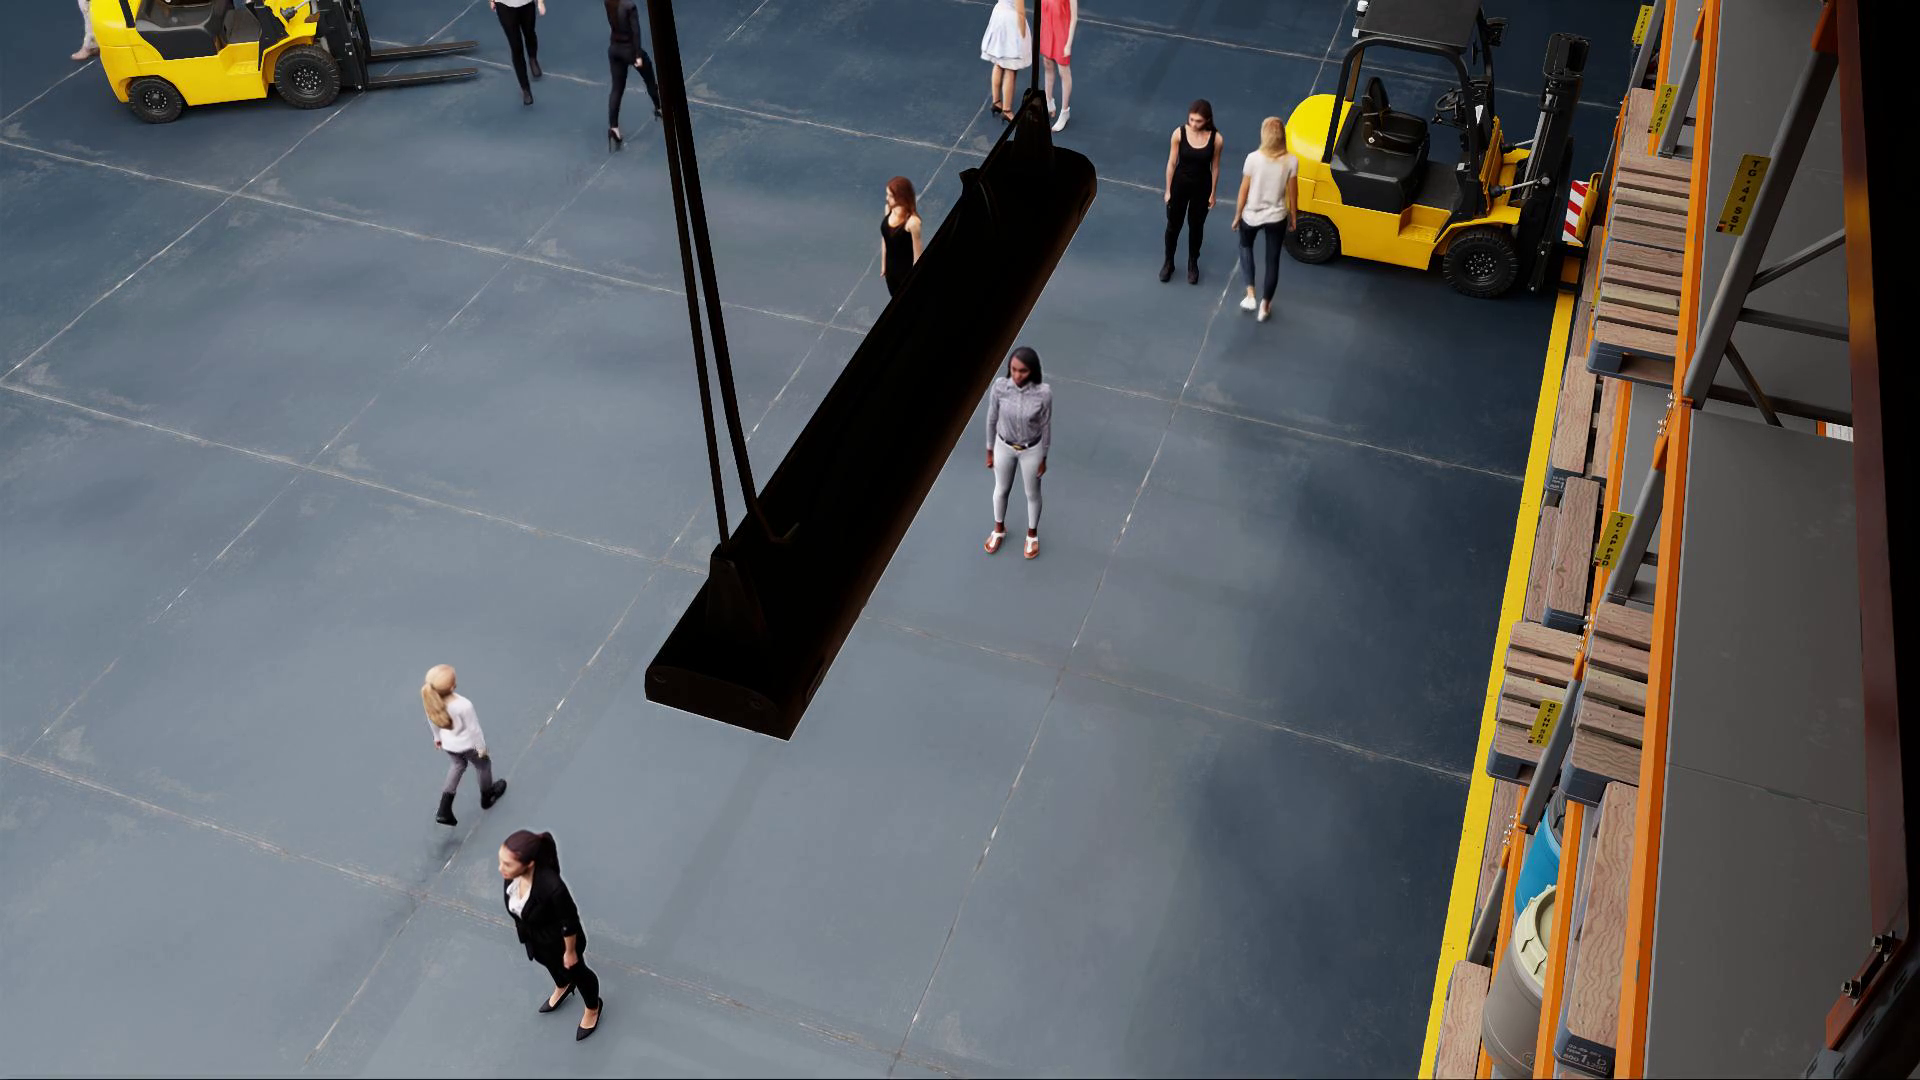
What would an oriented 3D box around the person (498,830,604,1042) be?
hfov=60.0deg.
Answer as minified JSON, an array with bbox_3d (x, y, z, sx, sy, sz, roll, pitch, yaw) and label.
[{"bbox_3d":[-2.125,2.031,8.653,0.666,1.660,0.645,28,50,27],"label":"person"}]

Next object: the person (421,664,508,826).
[{"bbox_3d":[-2.969,1.227,9.781,0.500,1.268,0.743,16,46,16],"label":"person"}]

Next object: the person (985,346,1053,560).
[{"bbox_3d":[0.405,-0.610,11.379,0.615,1.725,0.555,9,44,9],"label":"person"}]

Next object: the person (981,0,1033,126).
[{"bbox_3d":[0.463,-4.792,15.705,0.912,1.812,0.859,-23,48,-22],"label":"person"}]

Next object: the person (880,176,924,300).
[{"bbox_3d":[-0.427,-2.076,12.920,0.670,1.721,0.658,-29,51,-27],"label":"person"}]

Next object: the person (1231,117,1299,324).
[{"bbox_3d":[2.430,-2.510,13.318,0.752,1.801,0.702,5,44,5],"label":"person"}]

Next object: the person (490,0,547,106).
[{"bbox_3d":[-4.328,-5.268,16.198,1.128,1.822,1.285,-12,45,-12],"label":"person"}]

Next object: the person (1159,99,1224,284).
[{"bbox_3d":[1.921,-2.909,13.819,0.614,1.686,0.589,7,44,7],"label":"person"}]

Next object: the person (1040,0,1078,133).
[{"bbox_3d":[0.920,-4.743,15.643,0.686,1.826,0.672,-28,50,-26],"label":"person"}]

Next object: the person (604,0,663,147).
[{"bbox_3d":[-3.153,-4.477,15.477,0.738,1.671,1.094,24,49,23],"label":"person"}]
